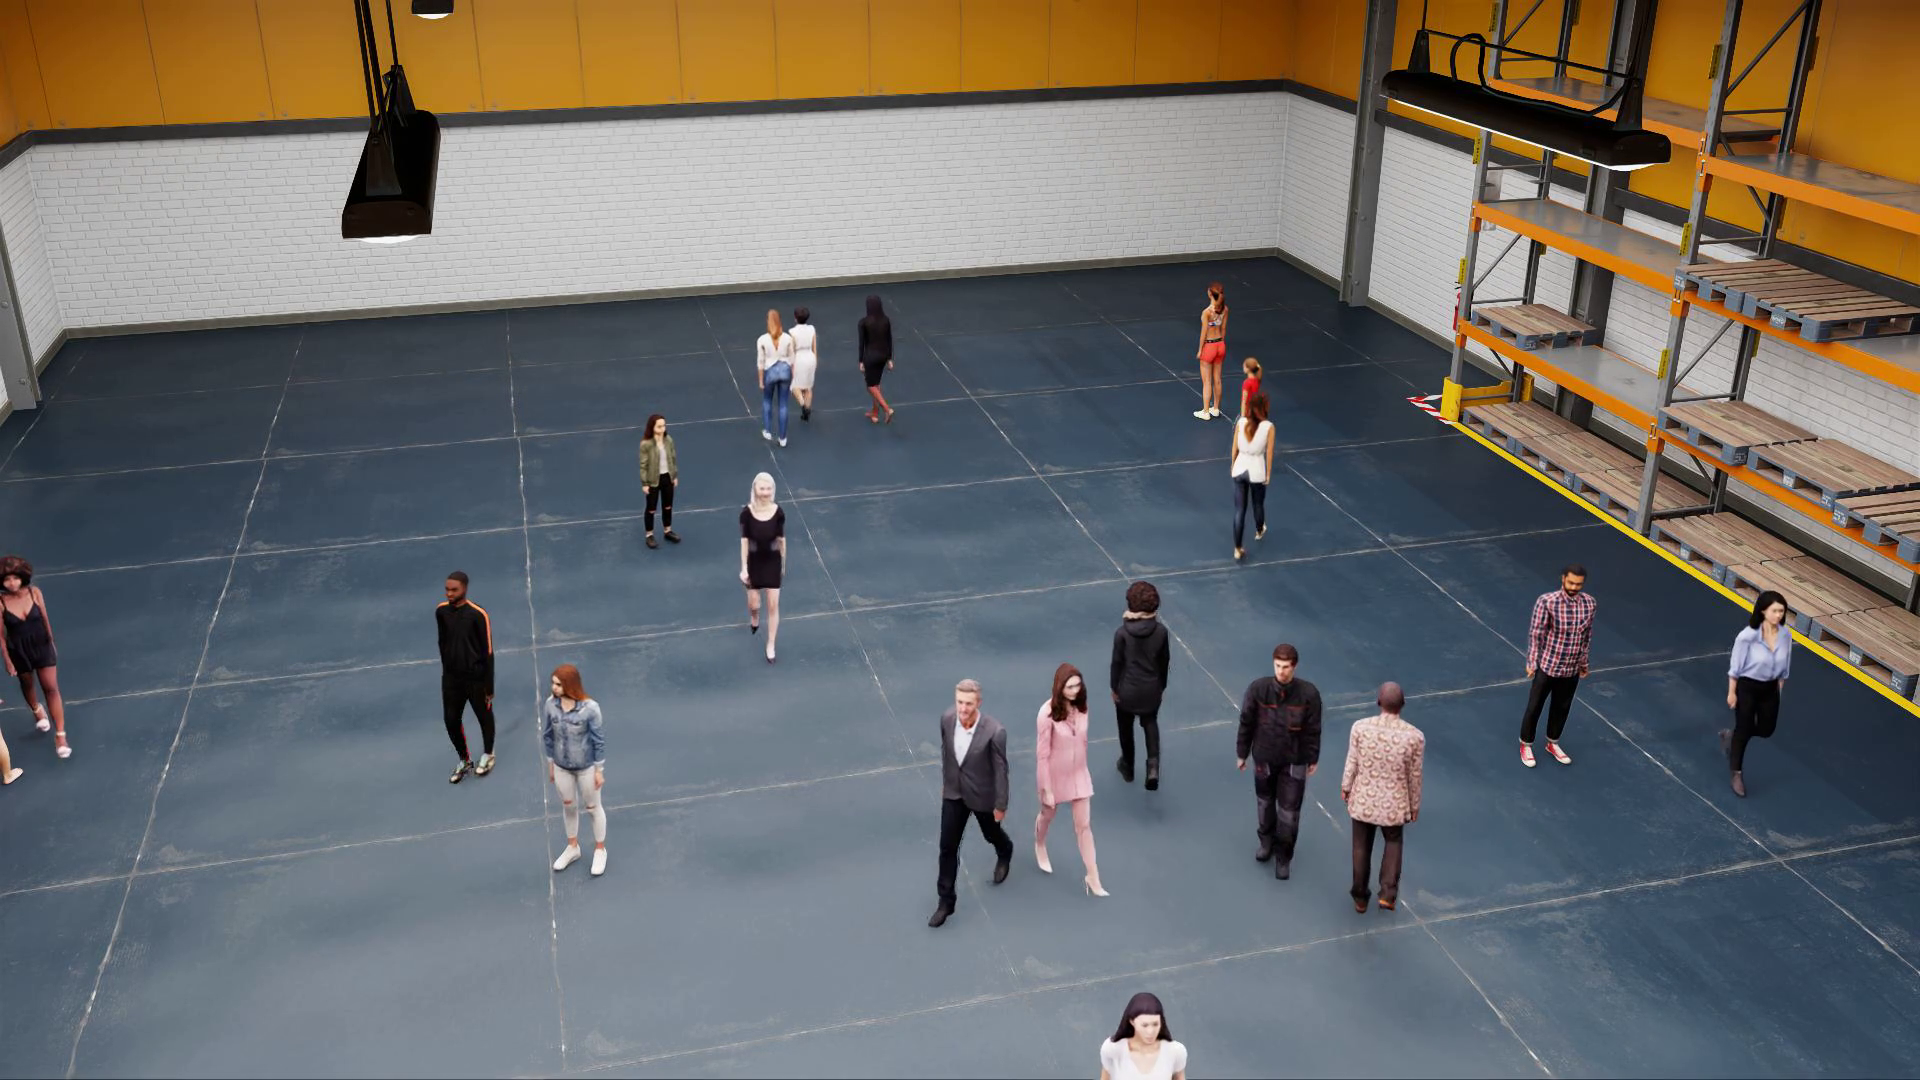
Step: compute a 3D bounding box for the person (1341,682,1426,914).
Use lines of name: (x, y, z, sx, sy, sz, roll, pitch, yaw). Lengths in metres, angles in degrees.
person: (2.909, 1.857, 11.551, 0.837, 1.791, 0.868, 6, 24, 14)

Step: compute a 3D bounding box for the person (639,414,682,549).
person: (-3.208, -0.639, 17.659, 0.652, 1.471, 0.630, -17, 29, -34)

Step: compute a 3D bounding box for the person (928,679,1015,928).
person: (0.132, 1.763, 11.764, 1.220, 1.793, 1.321, 11, 26, 23)

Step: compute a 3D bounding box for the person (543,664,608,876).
person: (-2.790, 1.644, 12.152, 0.686, 1.700, 0.681, 5, 24, 12)

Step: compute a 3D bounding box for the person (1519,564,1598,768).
person: (4.875, 0.991, 13.569, 0.724, 1.761, 0.634, -2, 24, -6)

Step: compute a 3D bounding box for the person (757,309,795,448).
person: (-2.227, -1.965, 20.398, 0.635, 1.708, 0.729, -4, 24, -10)

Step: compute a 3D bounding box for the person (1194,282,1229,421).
person: (3.248, -2.434, 21.368, 0.640, 1.791, 0.658, -14, 27, -30)

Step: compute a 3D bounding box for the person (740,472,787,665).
person: (-1.819, 0.225, 15.255, 0.583, 1.816, 0.798, -6, 24, -14)

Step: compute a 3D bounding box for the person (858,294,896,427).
person: (-1.023, -2.232, 21.017, 0.861, 1.702, 1.085, -16, 28, -32)

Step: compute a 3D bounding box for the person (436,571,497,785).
person: (-3.919, 1.044, 13.400, 0.801, 1.800, 0.852, 4, 24, 10)

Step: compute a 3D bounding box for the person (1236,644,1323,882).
person: (2.368, 1.551, 12.211, 0.921, 1.823, 0.964, 8, 25, 19)

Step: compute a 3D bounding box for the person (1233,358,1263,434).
person: (3.513, -1.524, 19.898, 0.639, 1.300, 0.598, 18, 30, 36)

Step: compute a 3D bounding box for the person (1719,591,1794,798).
person: (6.263, 1.169, 13.199, 0.743, 1.732, 0.854, -2, 24, -3)

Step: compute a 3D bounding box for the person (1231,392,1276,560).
person: (2.988, -0.633, 17.296, 0.966, 1.752, 1.120, 7, 25, 16)

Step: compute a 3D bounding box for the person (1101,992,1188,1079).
person: (0.950, 3.083, 8.946, 0.767, 1.632, 1.171, -2, 24, -4)

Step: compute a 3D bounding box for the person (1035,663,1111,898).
person: (0.691, 1.674, 12.000, 0.734, 1.766, 1.103, -12, 26, -25)

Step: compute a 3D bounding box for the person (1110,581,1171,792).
person: (1.424, 1.194, 13.102, 0.667, 1.764, 0.951, -4, 24, -9)

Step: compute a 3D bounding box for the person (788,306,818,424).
person: (-1.967, -2.206, 21.153, 0.658, 1.544, 0.777, -12, 26, -26)

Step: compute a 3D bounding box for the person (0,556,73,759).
person: (-7.703, 0.923, 13.762, 0.825, 1.730, 1.170, -16, 29, -33)
